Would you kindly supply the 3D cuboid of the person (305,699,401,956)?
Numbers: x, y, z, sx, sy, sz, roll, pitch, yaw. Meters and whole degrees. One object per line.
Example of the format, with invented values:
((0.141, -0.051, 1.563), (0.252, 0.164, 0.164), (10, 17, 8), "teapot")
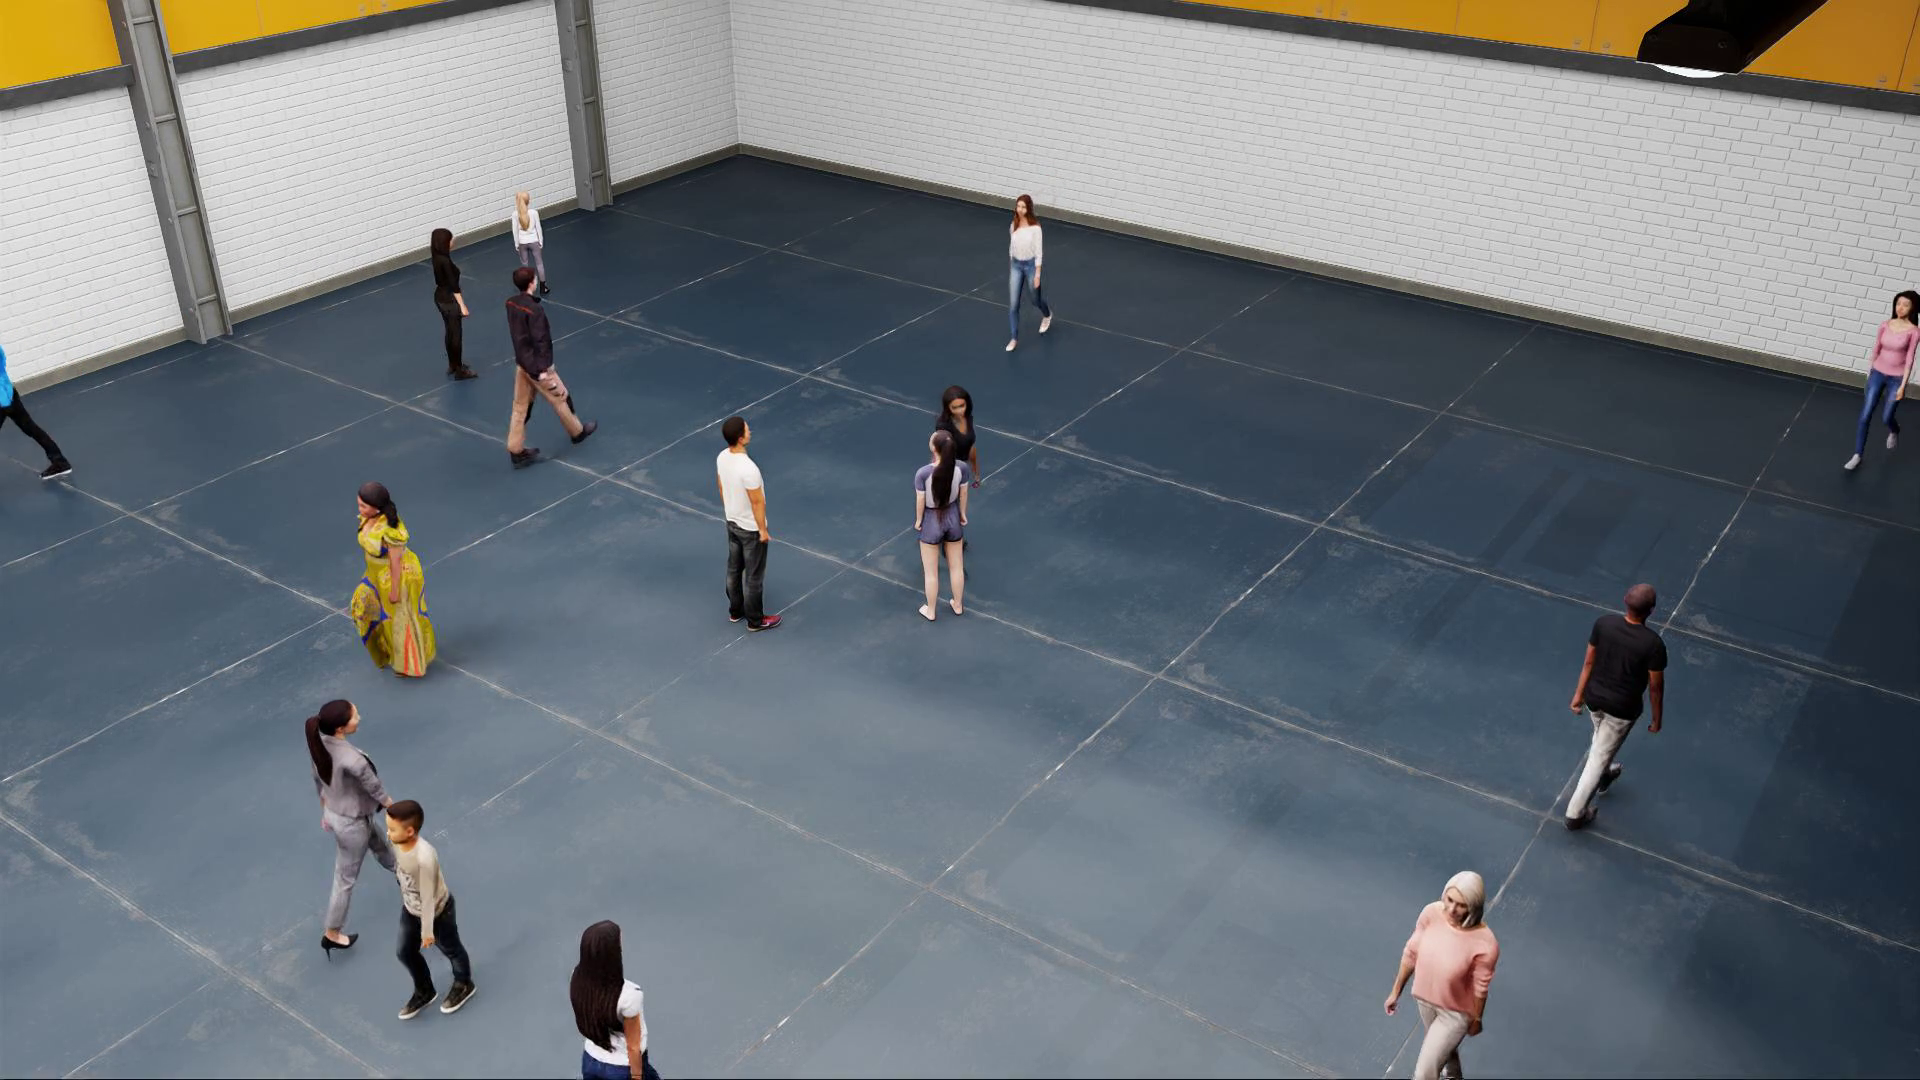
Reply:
((-3.649, 1.736, 9.807), (0.673, 1.610, 1.120), (21, 35, 33), "person")

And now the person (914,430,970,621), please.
((-0.140, -0.122, 13.173), (0.653, 1.647, 0.745), (-10, 30, -18), "person")

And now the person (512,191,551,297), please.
((-5.142, -3.538, 19.821), (0.574, 1.279, 0.630), (-3, 29, -6), "person")

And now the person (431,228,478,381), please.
((-5.399, -2.503, 17.544), (0.624, 1.642, 0.647), (-22, 36, -35), "person")

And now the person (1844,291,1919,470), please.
((8.772, -1.515, 15.642), (1.022, 1.729, 0.769), (-19, 34, -31), "person")

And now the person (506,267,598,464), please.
((-4.083, -1.604, 15.655), (0.780, 1.872, 1.226), (22, 35, 34), "person")

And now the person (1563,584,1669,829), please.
((4.174, 1.122, 10.763), (1.109, 1.771, 0.847), (-22, 35, -34), "person")

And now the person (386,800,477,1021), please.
((-2.949, 2.044, 9.410), (0.558, 1.450, 0.634), (17, 33, 28), "person")

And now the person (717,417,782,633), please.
((-1.696, -0.134, 13.032), (0.598, 1.805, 0.676), (-25, 37, -37), "person")

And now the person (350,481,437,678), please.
((-4.178, 0.262, 12.470), (0.748, 1.647, 0.815), (23, 36, 35), "person")

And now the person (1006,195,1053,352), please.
((0.775, -2.983, 18.362), (0.673, 1.701, 1.114), (14, 31, 23), "person")

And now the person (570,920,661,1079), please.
((-1.727, 2.626, 8.045), (0.642, 1.736, 1.096), (17, 33, 28), "person")

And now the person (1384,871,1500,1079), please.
((2.546, 2.357, 8.600), (1.180, 1.676, 0.847), (-20, 34, -31), "person")

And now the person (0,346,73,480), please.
((-8.666, -1.284, 15.207), (1.267, 1.741, 1.009), (-14, 31, -23), "person")

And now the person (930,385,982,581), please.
((-0.089, -0.518, 13.838), (0.807, 1.707, 0.648), (14, 32, 25), "person")
